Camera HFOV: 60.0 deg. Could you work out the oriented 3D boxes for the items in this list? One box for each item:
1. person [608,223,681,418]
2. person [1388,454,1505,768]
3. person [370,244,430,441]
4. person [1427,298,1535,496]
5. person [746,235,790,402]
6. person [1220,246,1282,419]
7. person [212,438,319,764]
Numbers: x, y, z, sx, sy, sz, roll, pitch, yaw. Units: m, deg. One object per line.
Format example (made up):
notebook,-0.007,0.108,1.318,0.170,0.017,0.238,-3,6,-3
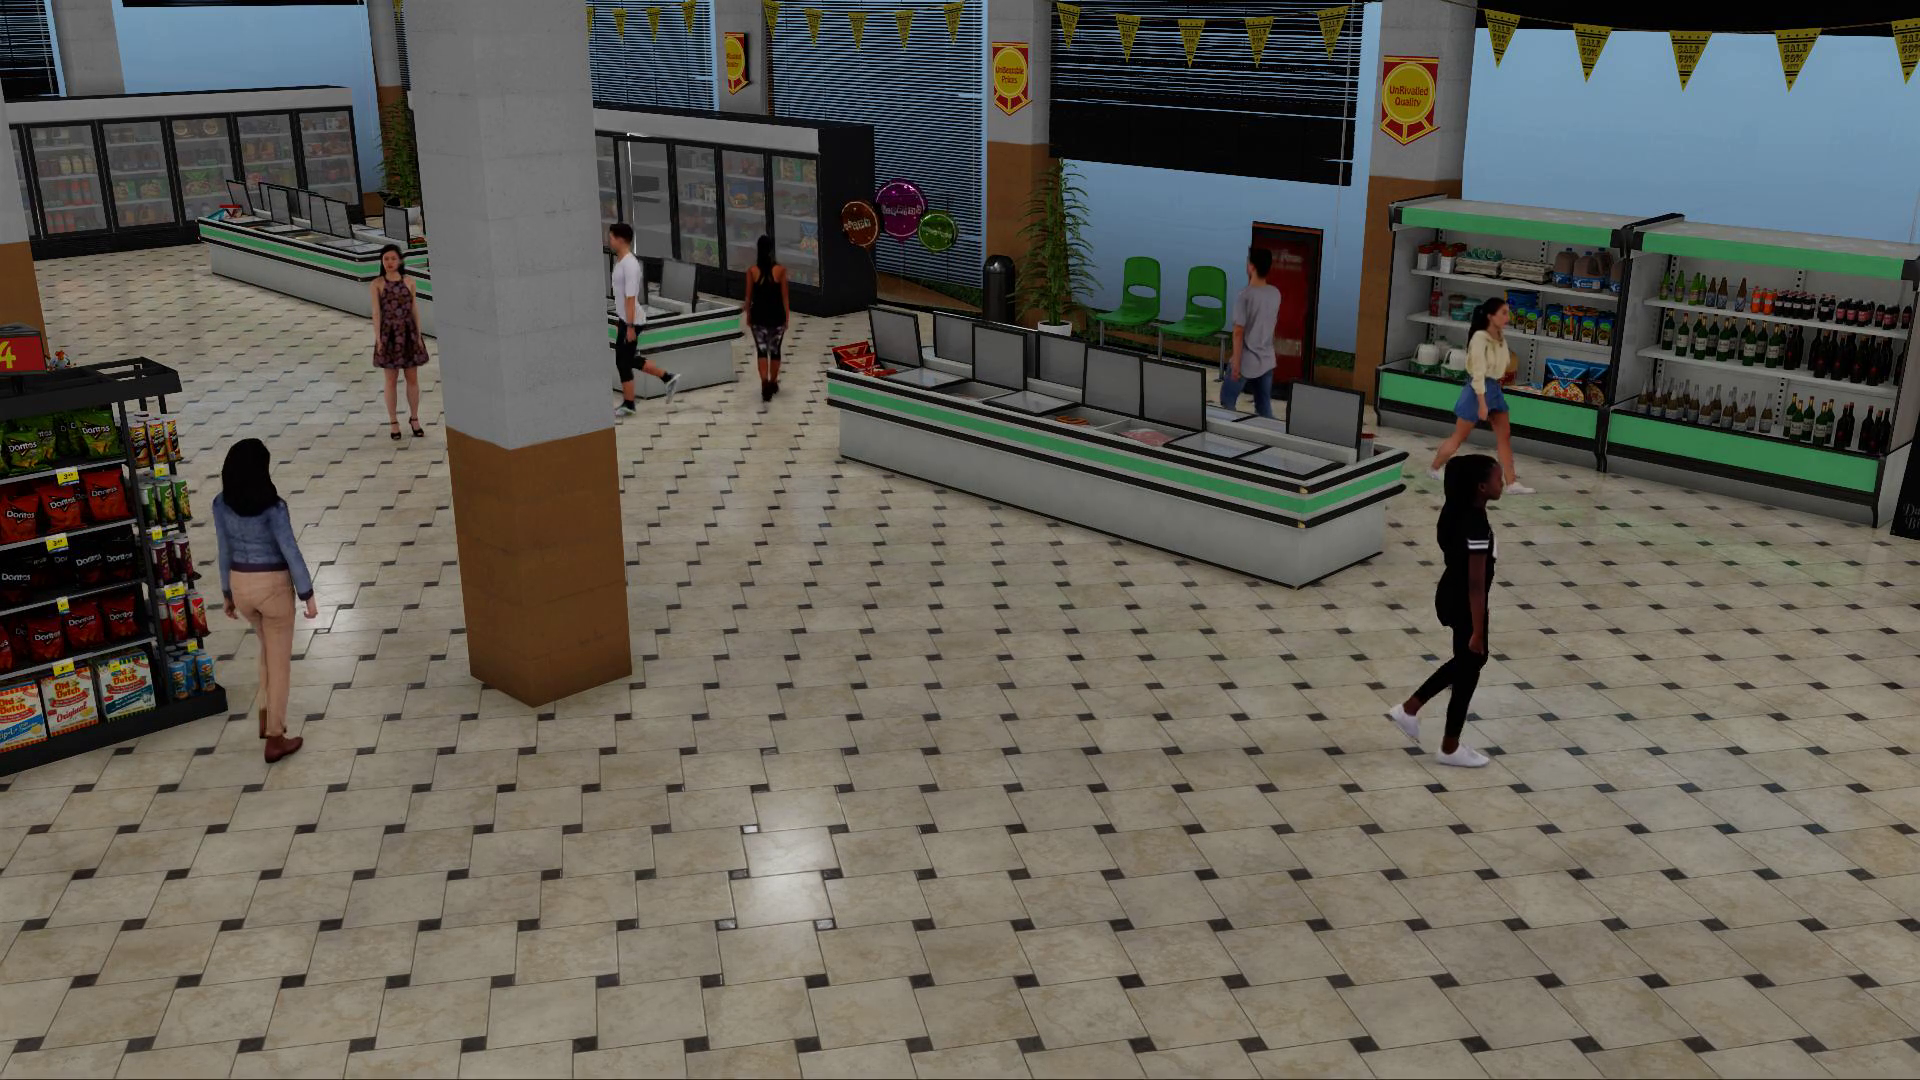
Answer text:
person,-3.065,-2.094,15.884,1.022,1.832,1.067,-6,20,-18
person,2.564,0.379,8.727,0.915,1.720,0.847,1,19,4
person,-5.084,-1.794,15.087,0.727,1.773,0.742,-12,22,-31
person,4.138,-1.142,13.451,1.111,1.583,0.650,17,25,42
person,-1.909,-2.171,16.421,1.010,1.636,1.095,-1,19,-2
person,2.545,-1.517,14.123,0.832,1.864,1.006,-11,22,-29
person,-3.717,0.355,8.750,0.731,1.750,0.814,4,19,13
